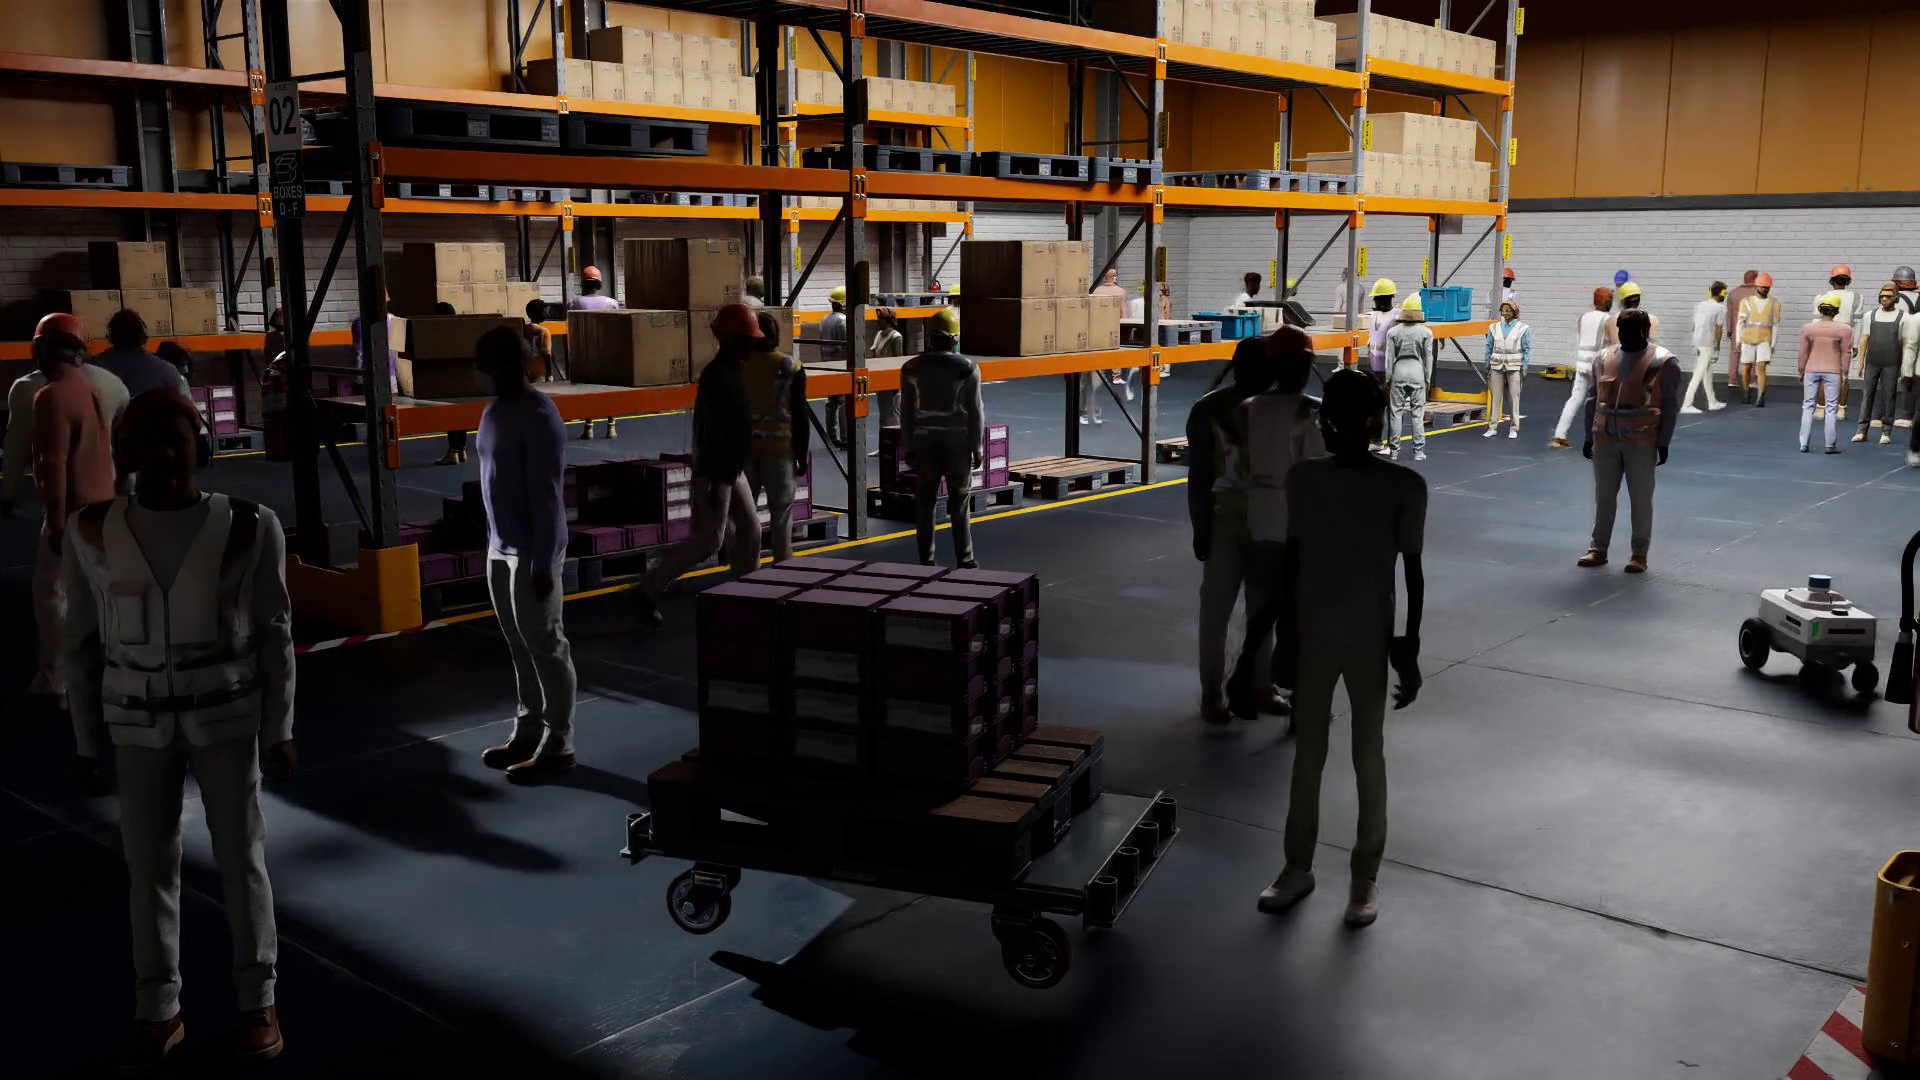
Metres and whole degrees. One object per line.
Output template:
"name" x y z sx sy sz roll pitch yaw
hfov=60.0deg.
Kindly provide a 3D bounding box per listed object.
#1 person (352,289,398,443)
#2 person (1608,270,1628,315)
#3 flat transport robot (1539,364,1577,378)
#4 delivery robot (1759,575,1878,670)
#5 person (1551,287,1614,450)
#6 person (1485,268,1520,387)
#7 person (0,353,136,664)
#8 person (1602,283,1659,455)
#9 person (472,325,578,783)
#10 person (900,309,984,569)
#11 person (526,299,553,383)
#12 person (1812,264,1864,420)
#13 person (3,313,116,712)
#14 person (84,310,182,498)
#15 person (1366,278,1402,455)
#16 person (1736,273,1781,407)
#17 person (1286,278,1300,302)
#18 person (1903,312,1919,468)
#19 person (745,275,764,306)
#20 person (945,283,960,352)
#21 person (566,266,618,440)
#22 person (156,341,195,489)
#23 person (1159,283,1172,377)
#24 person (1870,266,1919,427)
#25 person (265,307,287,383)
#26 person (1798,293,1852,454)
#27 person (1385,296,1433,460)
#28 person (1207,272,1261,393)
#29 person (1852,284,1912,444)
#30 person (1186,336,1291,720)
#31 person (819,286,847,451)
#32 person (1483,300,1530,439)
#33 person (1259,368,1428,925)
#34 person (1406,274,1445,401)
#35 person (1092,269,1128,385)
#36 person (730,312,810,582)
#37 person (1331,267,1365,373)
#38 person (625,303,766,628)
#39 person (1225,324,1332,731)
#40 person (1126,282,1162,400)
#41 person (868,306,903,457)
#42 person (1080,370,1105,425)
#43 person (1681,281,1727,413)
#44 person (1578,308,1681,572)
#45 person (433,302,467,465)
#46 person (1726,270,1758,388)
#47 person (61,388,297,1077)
"person" -6.132 -1.751 17.467 0.639 1.907 0.578 7 12 34
"person" 10.930 -3.538 27.669 0.555 1.893 0.641 -2 10 -10
"flat transport robot" 10.841 -2.923 28.787 1.431 0.197 0.652 1 10 7
"delivery robot" 4.453 0.425 8.649 0.477 0.478 0.707 1 10 4
"person" 7.091 -1.911 18.613 1.010 1.836 0.574 -5 11 -26
"person" 8.839 -3.455 27.097 0.550 1.927 0.379 7 12 35
"person" -4.935 -0.283 9.147 0.991 1.893 0.636 5 11 28
"person" 7.292 -1.836 18.047 0.633 1.876 0.729 9 14 42
"person" -1.862 0.056 7.103 0.358 1.934 0.628 -8 12 -37
"person" -0.116 -0.675 11.541 0.592 1.834 0.404 3 10 15
"person" -4.758 -1.855 18.683 0.537 1.690 0.322 8 13 38
"person" 11.500 -2.593 21.866 0.608 2.044 0.370 2 10 11
"person" -4.384 -0.152 8.284 0.640 1.945 0.653 -2 10 -10
"person" -5.251 -0.520 10.570 0.666 1.853 0.984 -3 11 -19
"person" 4.638 -1.890 18.199 0.378 1.922 0.593 -4 11 -24
"person" 11.444 -2.876 23.871 0.549 1.925 0.677 5 11 26
"person" 5.462 -3.467 27.662 0.387 1.750 0.540 -4 11 -22
"person" 9.893 -1.665 16.776 0.621 1.972 0.432 2 10 11
"person" -2.401 -2.337 20.760 0.803 1.914 0.655 -2 10 -9
"person" -0.108 -2.776 23.758 0.535 1.749 0.640 9 13 41
"person" -4.332 -2.207 19.668 0.611 2.042 0.391 -4 11 -20
"person" -5.547 -0.600 11.763 0.363 1.608 0.541 -2 10 -13
"person" 3.550 -3.671 29.152 0.308 1.641 0.511 -3 10 -16
"person" 11.809 -2.434 20.963 0.687 2.000 0.536 -2 10 -10
"person" -7.264 -1.685 17.888 0.492 1.626 0.284 6 12 31
"person" 9.498 -1.827 18.284 0.535 1.765 0.327 8 13 39
"person" 4.789 -1.723 17.767 0.489 1.741 0.322 4 11 20
"person" 4.066 -2.920 24.126 1.032 1.906 0.658 0 10 -2
"person" 10.674 -2.033 19.236 0.507 1.846 0.351 9 13 41
"person" 1.395 -0.059 8.018 0.627 1.843 0.429 -3 11 -19
"person" -1.322 -1.916 18.608 0.404 1.832 0.599 -8 13 -38
"person" 6.493 -2.023 19.768 0.523 1.639 0.306 7 12 35
"person" 1.295 0.358 5.583 0.521 1.864 0.335 6 12 31
"person" 6.861 -2.991 24.496 0.591 1.916 0.393 3 10 18
"person" 2.493 -3.528 27.584 0.651 1.904 0.402 5 11 27
"person" -1.299 -0.584 11.037 0.632 1.836 0.430 2 10 10
"person" 6.992 -3.969 30.093 0.651 1.904 0.403 -5 11 -26
"person" -1.481 -0.414 9.750 0.897 1.952 0.663 0 10 2
"person" 1.503 -0.042 7.749 0.577 1.901 0.628 -8 13 -39
"person" 2.645 -2.864 24.003 0.541 1.838 0.759 -3 10 -15
"person" -0.777 -1.684 17.831 0.310 1.642 0.514 -6 12 -31
"person" 1.635 -2.238 21.112 0.519 1.593 0.717 -1 10 -6
"person" 10.305 -2.644 22.878 1.002 1.787 0.520 -3 11 -19
"person" 4.666 -0.700 11.660 0.634 1.842 0.429 9 14 43
"person" -5.351 -1.633 17.382 0.315 1.696 0.541 1 10 4
"person" 12.719 -3.403 26.869 0.403 1.906 0.651 -8 13 -39
"person" -2.126 0.525 4.562 0.581 1.884 0.351 -3 10 -14
